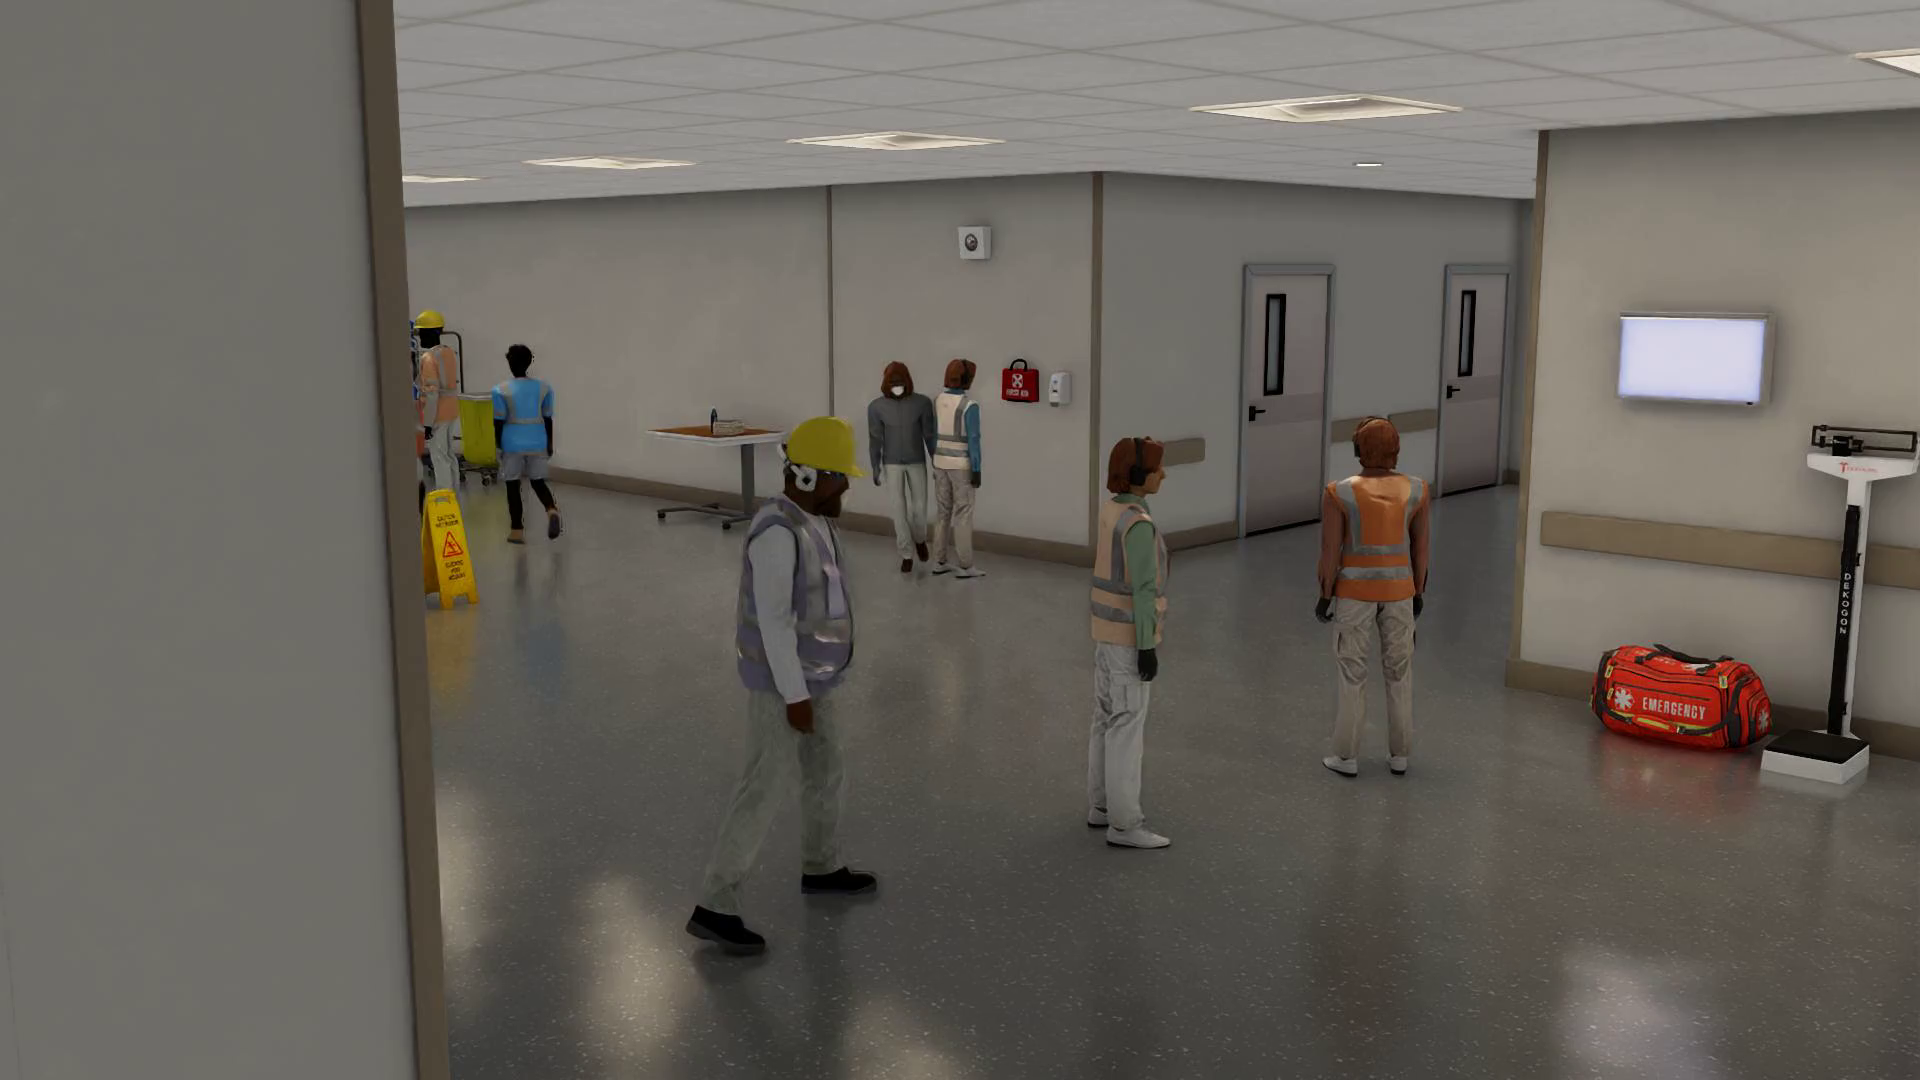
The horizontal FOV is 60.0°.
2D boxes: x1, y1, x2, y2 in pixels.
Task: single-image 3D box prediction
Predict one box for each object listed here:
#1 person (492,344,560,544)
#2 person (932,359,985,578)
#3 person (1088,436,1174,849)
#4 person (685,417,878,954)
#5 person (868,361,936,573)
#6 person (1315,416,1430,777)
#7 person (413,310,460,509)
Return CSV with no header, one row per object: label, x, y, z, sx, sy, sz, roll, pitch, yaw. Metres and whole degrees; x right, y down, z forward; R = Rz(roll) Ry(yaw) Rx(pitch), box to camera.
person,-3.599,-0.782,13.812,0.539,1.684,0.567,-7,12,-38
person,-0.027,-0.533,12.427,0.314,1.632,0.522,-8,12,-39
person,0.676,0.402,6.669,0.313,1.639,0.517,-2,9,-10
person,-0.598,0.477,5.787,0.526,1.790,0.769,2,9,12
person,-0.424,-0.557,12.614,0.540,1.609,0.413,0,9,-1
person,1.865,0.262,7.526,0.514,1.642,0.310,-1,9,-6
person,-4.781,-1.131,15.195,0.369,1.927,0.588,0,9,0
